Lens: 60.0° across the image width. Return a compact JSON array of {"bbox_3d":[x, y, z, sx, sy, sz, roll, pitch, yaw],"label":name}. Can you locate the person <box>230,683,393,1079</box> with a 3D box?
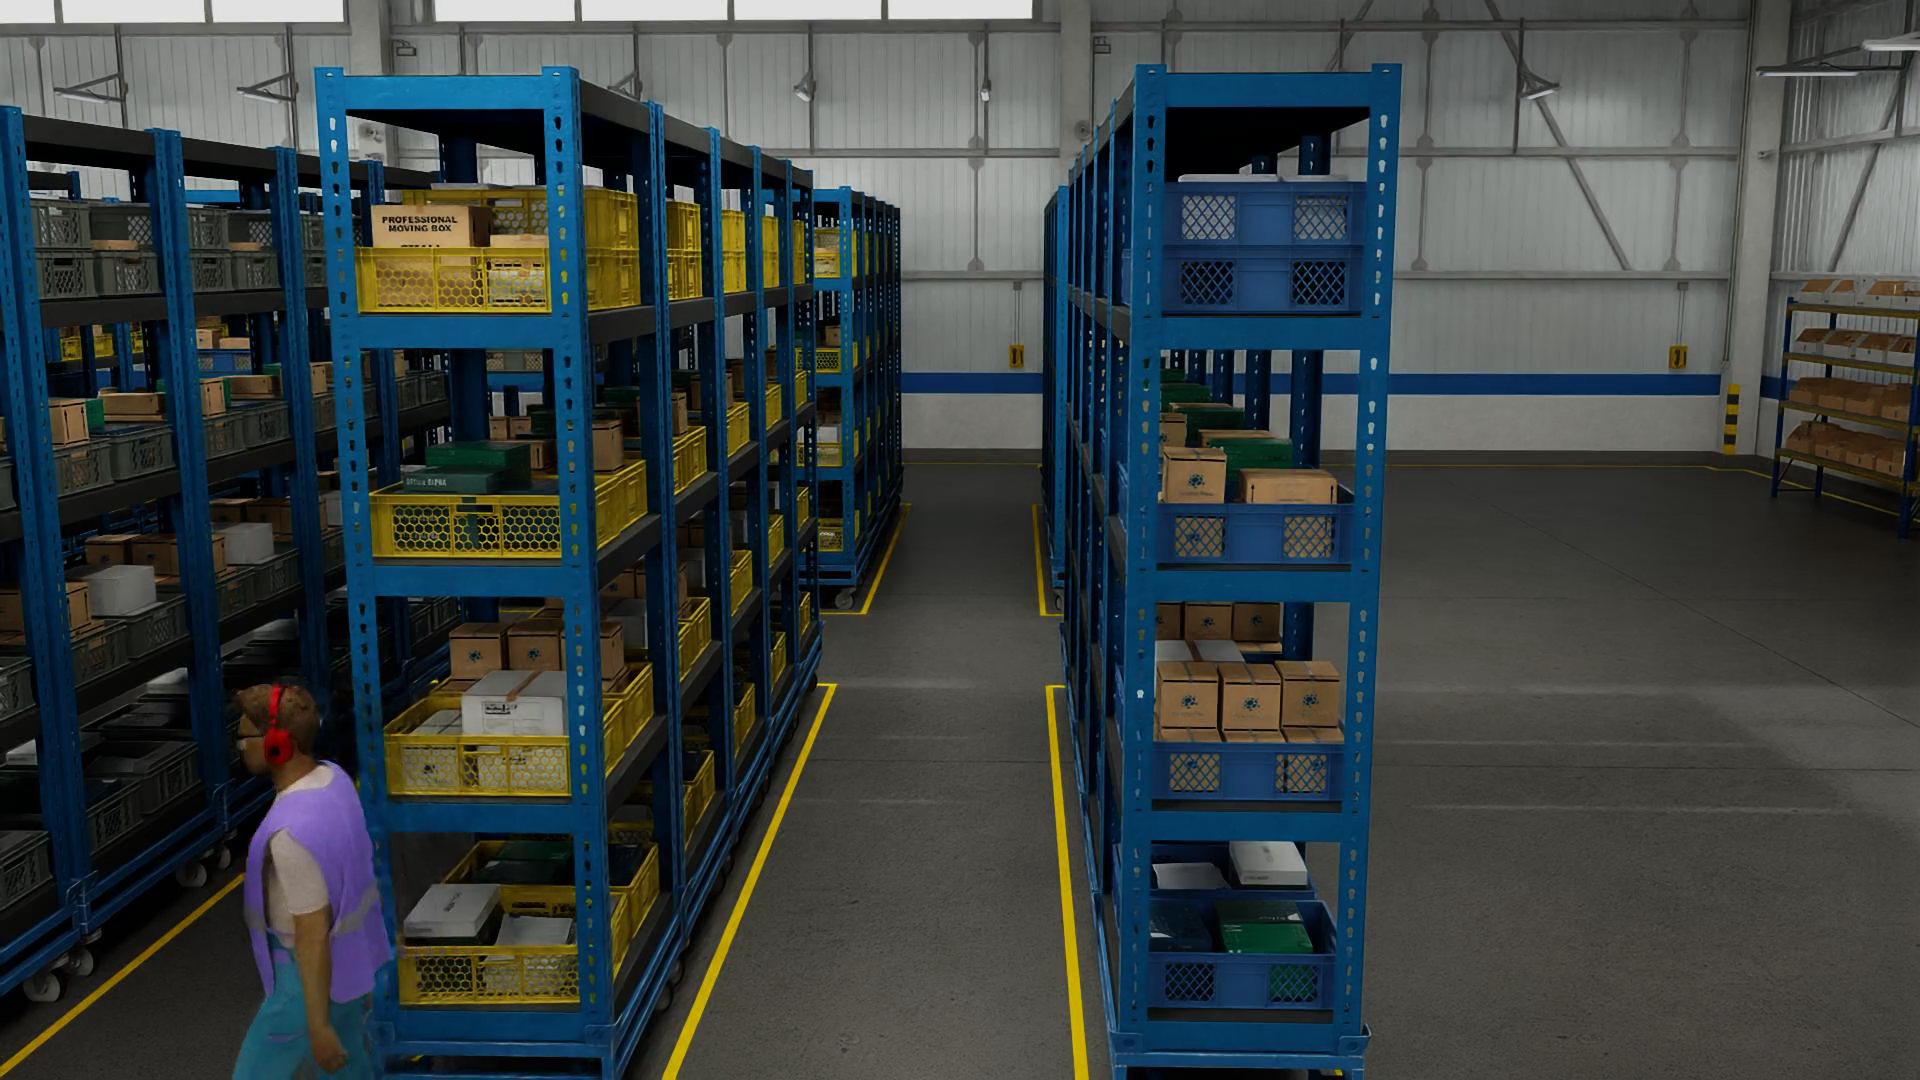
[{"bbox_3d":[-2.000,1.306,4.881,0.728,1.820,0.576,-1,10,-3],"label":"person"}]
